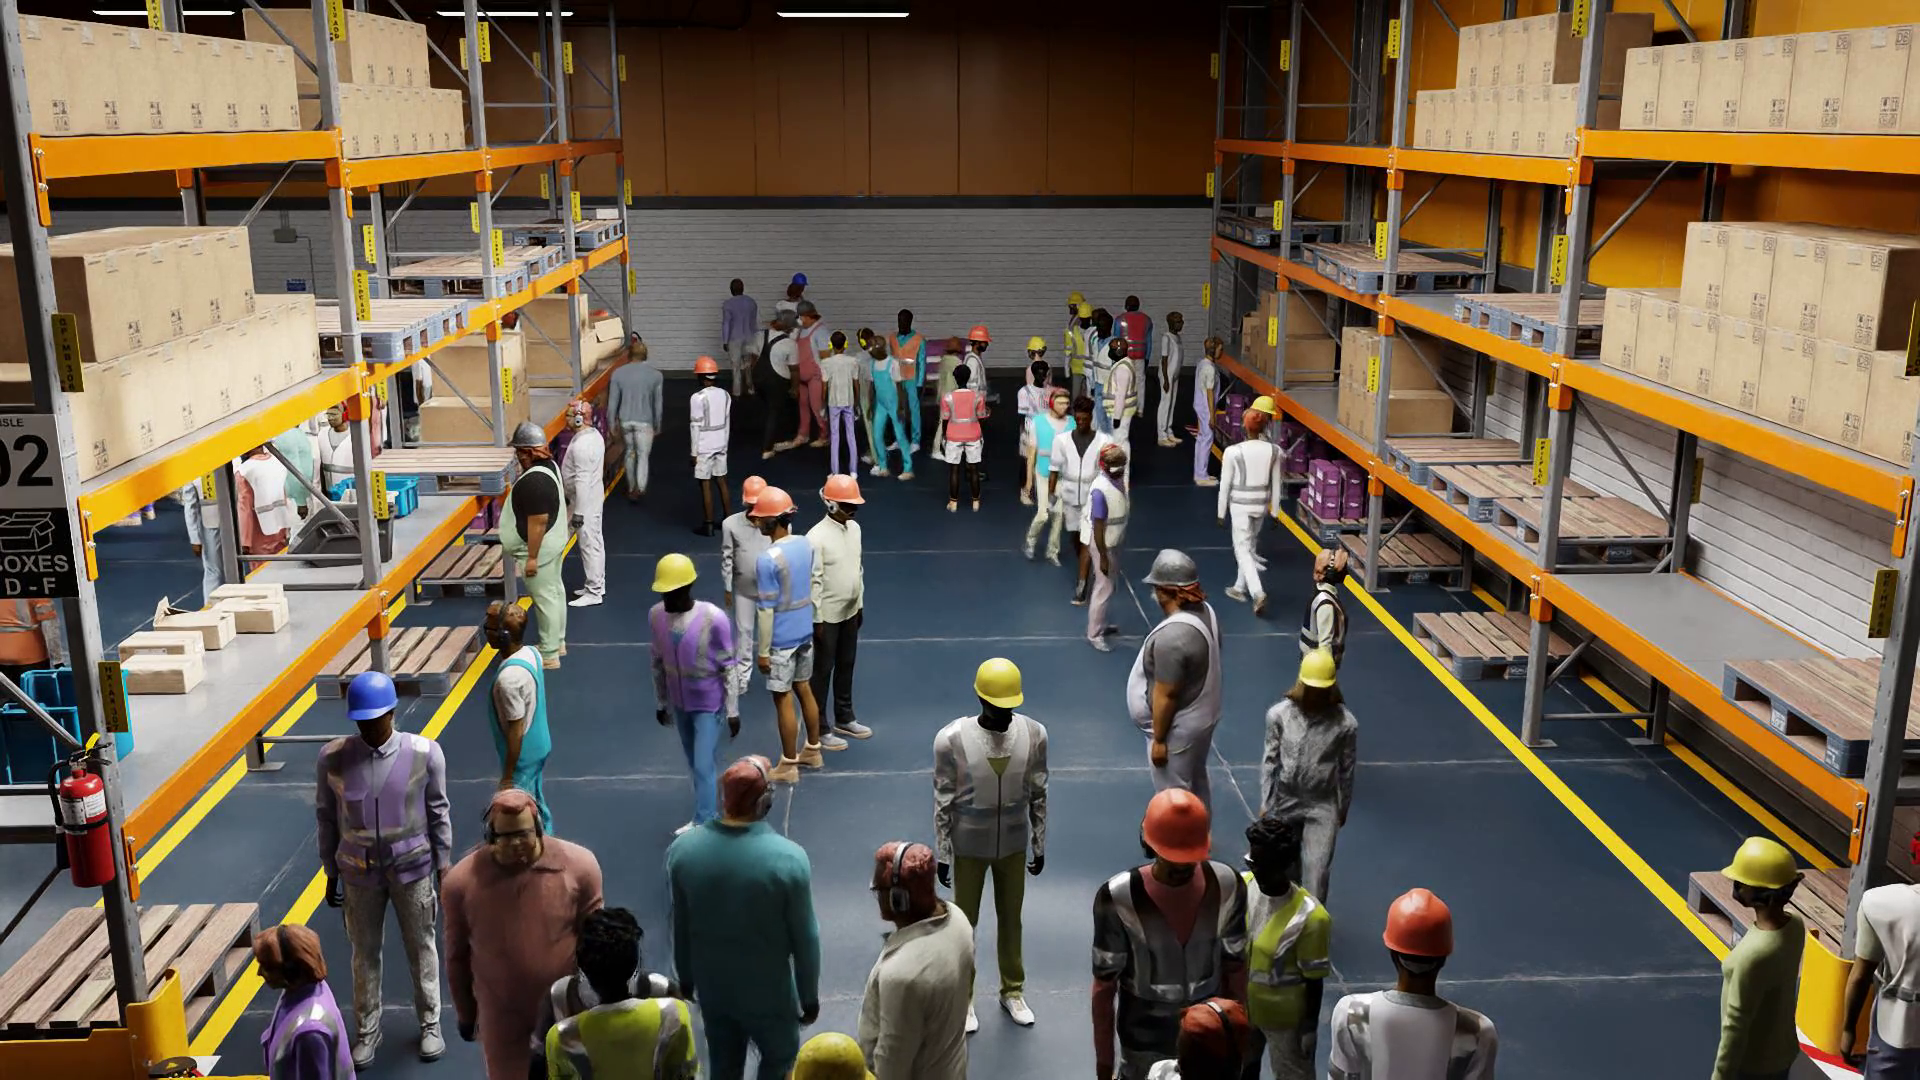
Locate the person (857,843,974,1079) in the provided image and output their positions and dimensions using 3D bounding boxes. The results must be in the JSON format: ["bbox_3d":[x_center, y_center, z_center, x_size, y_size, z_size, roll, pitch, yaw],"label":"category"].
[{"bbox_3d":[-0.179,2.009,6.130,0.399,1.897,0.646,5,15,17],"label":"person"}]

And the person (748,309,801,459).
[{"bbox_3d":[-2.377,-2.118,22.031,0.760,2.000,0.784,13,19,42],"label":"person"}]

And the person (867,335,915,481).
[{"bbox_3d":[-0.911,-1.633,20.613,0.534,1.802,0.577,11,18,37],"label":"person"}]

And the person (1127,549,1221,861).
[{"bbox_3d":[1.235,1.027,9.685,0.537,2.000,0.691,8,16,28],"label":"person"}]

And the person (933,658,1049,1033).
[{"bbox_3d":[0.165,1.483,8.147,0.585,1.918,0.395,-4,15,-15],"label":"person"}]

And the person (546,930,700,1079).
[{"bbox_3d":[-1.171,2.177,5.899,0.546,1.671,0.738,-4,15,-16],"label":"person"}]

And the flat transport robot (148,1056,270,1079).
[{"bbox_3d":[-3.308,2.623,6.950,0.652,0.197,1.431,-1,14,-2],"label":"flat transport robot"}]

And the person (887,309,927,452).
[{"bbox_3d":[-0.716,-2.148,22.395,0.593,1.920,0.391,9,17,31],"label":"person"}]

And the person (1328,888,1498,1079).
[{"bbox_3d":[1.518,2.107,5.677,0.543,1.929,0.386,5,15,21],"label":"person"}]

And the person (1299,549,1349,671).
[{"bbox_3d":[2.442,0.848,11.213,0.314,1.629,0.509,2,14,8],"label":"person"}]

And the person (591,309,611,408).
[{"bbox_3d":[-5.228,-2.523,24.267,0.483,1.719,0.614,2,14,8],"label":"person"}]

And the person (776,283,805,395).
[{"bbox_3d":[-2.676,-3.197,26.694,0.567,1.834,0.405,3,15,11],"label":"person"}]

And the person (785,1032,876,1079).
[{"bbox_3d":[-0.412,2.330,5.190,0.321,1.737,0.484,3,15,11],"label":"person"}]

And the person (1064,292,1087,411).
[{"bbox_3d":[1.797,-2.884,25.474,0.403,1.824,0.594,-2,14,-7],"label":"person"}]

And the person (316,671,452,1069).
[{"bbox_3d":[-2.704,1.541,7.851,0.604,1.949,0.389,-3,15,-11],"label":"person"}]

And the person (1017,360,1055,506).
[{"bbox_3d":[0.893,-1.252,19.327,0.532,1.692,0.322,-10,17,-34],"label":"person"}]

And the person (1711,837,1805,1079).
[{"bbox_3d":[3.060,1.990,6.467,0.340,1.762,0.525,13,20,42],"label":"person"}]

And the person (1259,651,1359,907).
[{"bbox_3d":[1.879,1.378,8.961,0.482,1.711,0.789,5,15,18],"label":"person"}]

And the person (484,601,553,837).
[{"bbox_3d":[-2.465,1.229,9.283,0.345,1.847,0.504,0,14,0],"label":"person"}]

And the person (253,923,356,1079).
[{"bbox_3d":[-2.355,2.153,6.088,0.312,1.631,0.523,-7,16,-25],"label":"person"}]

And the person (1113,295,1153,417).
[{"bbox_3d":[2.561,-2.738,24.894,0.634,1.837,0.431,-4,15,-17],"label":"person"}]

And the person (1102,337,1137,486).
[{"bbox_3d":[1.934,-1.545,20.208,0.430,1.837,0.627,2,14,6],"label":"person"}]

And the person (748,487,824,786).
[{"bbox_3d":[-1.206,0.638,11.240,0.421,2.033,0.608,7,16,25],"label":"person"}]

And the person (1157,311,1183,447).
[{"bbox_3d":[2.892,-2.205,22.763,0.346,1.847,0.506,8,16,27],"label":"person"}]

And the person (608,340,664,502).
[{"bbox_3d":[-3.777,-1.354,19.325,0.638,1.902,0.751,0,14,2],"label":"person"}]

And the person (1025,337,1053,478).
[{"bbox_3d":[0.960,-1.652,20.750,0.318,1.769,0.522,10,17,35],"label":"person"}]

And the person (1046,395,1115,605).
[{"bbox_3d":[1.145,-0.429,15.648,0.619,1.925,0.995,4,15,15],"label":"person"}]

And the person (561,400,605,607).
[{"bbox_3d":[-3.474,-0.344,15.330,0.407,1.913,0.641,-1,14,-3],"label":"person"}]

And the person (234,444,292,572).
[{"bbox_3d":[-5.944,-0.064,14.242,0.402,1.909,0.599,3,15,11],"label":"person"}]

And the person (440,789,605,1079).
[{"bbox_3d":[-1.752,1.862,6.789,0.643,1.867,0.937,-6,15,-21],"label":"person"}]
